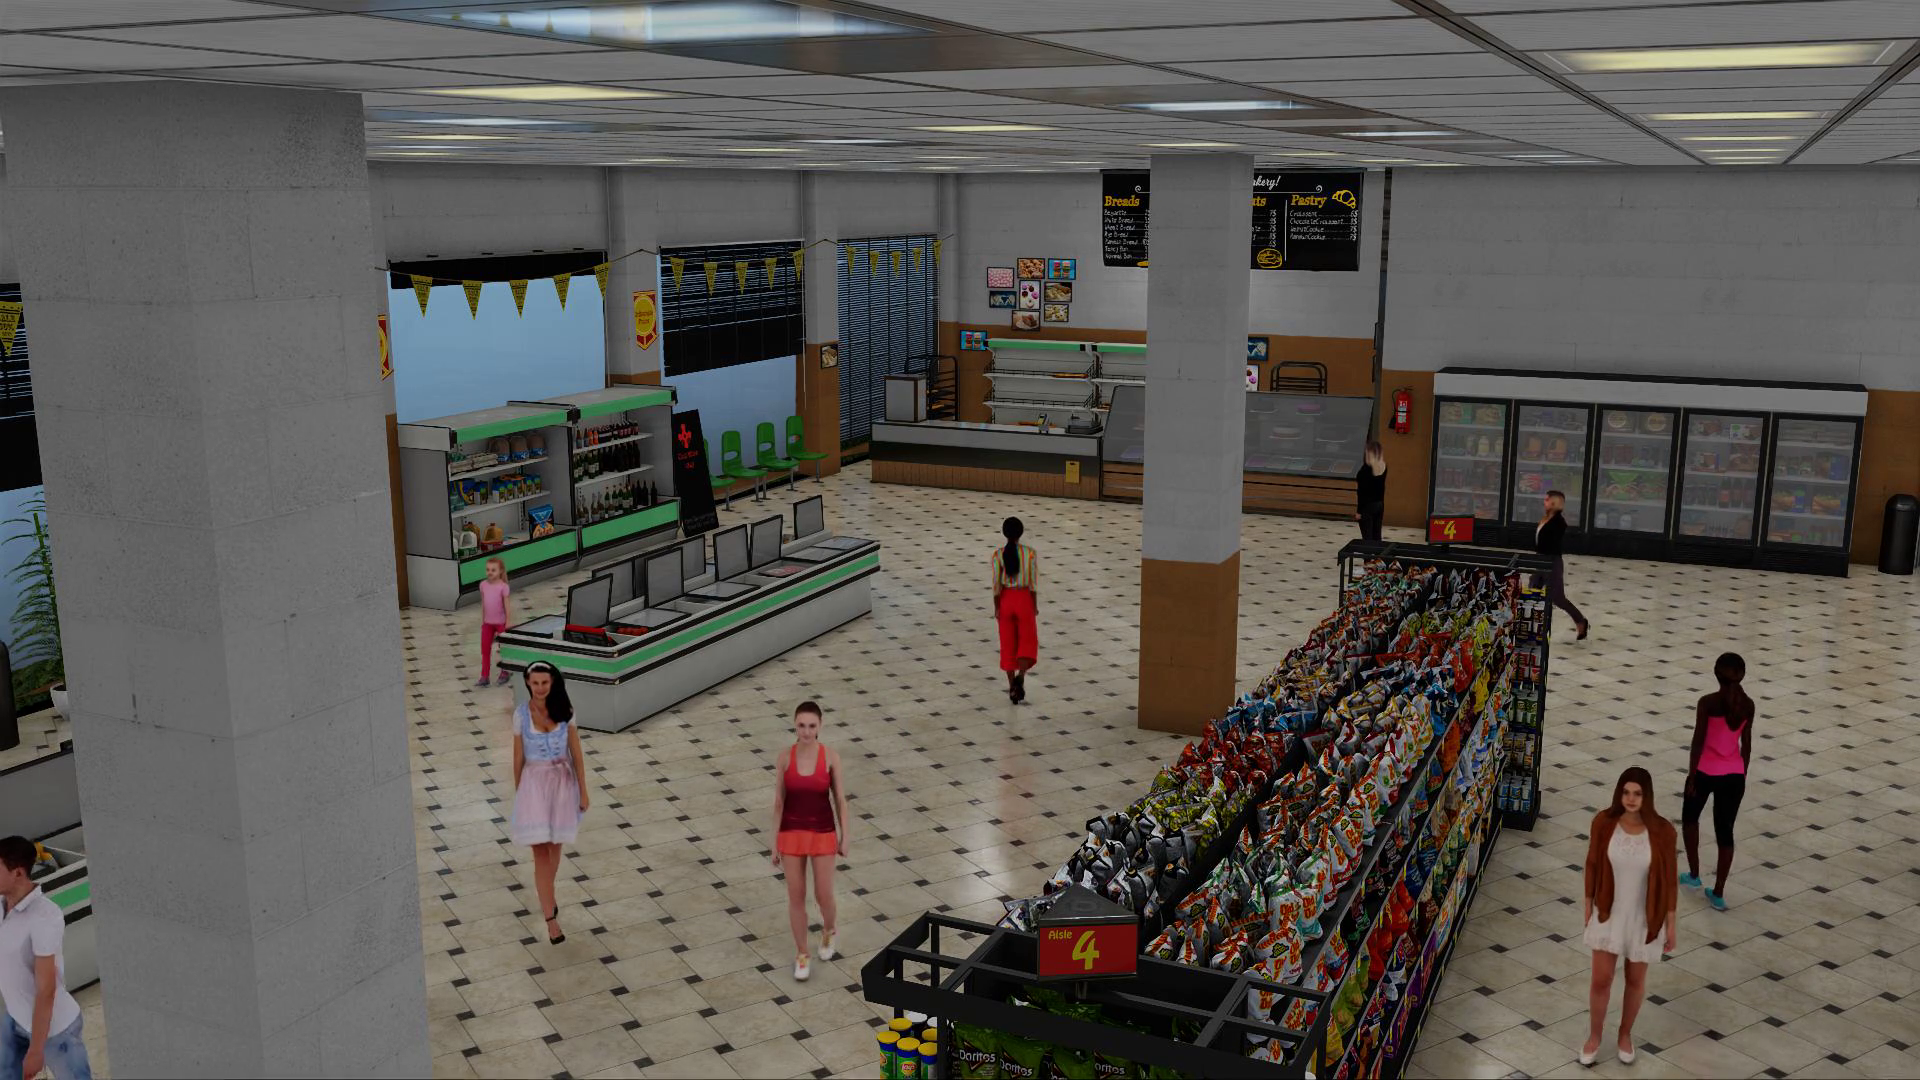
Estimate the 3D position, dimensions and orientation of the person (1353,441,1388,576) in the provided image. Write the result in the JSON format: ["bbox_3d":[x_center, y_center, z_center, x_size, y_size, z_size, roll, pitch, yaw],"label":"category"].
[{"bbox_3d":[5.070,-0.382,20.469,0.626,1.686,0.748,-9,15,-37],"label":"person"}]

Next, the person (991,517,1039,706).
[{"bbox_3d":[0.513,0.689,15.160,0.789,1.777,0.993,1,12,3],"label":"person"}]

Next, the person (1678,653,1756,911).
[{"bbox_3d":[5.032,1.607,10.971,0.697,1.706,0.771,1,12,5],"label":"person"}]

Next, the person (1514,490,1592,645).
[{"bbox_3d":[6.183,0.324,17.213,1.003,1.645,1.038,-2,12,-9],"label":"person"}]

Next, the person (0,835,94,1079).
[{"bbox_3d":[-4.180,2.230,7.748,0.828,1.817,1.147,9,15,36],"label":"person"}]

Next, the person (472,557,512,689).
[{"bbox_3d":[-4.440,0.771,16.016,0.581,1.265,0.721,3,12,15],"label":"person"}]

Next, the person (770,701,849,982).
[{"bbox_3d":[-0.908,1.780,10.084,0.721,1.733,0.778,1,12,5],"label":"person"}]

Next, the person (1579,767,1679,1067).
[{"bbox_3d":[3.655,2.010,9.069,0.636,1.702,0.620,5,13,21],"label":"person"}]

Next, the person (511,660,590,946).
[{"bbox_3d":[-2.652,1.633,10.683,1.157,1.775,1.159,-6,13,-25],"label":"person"}]
